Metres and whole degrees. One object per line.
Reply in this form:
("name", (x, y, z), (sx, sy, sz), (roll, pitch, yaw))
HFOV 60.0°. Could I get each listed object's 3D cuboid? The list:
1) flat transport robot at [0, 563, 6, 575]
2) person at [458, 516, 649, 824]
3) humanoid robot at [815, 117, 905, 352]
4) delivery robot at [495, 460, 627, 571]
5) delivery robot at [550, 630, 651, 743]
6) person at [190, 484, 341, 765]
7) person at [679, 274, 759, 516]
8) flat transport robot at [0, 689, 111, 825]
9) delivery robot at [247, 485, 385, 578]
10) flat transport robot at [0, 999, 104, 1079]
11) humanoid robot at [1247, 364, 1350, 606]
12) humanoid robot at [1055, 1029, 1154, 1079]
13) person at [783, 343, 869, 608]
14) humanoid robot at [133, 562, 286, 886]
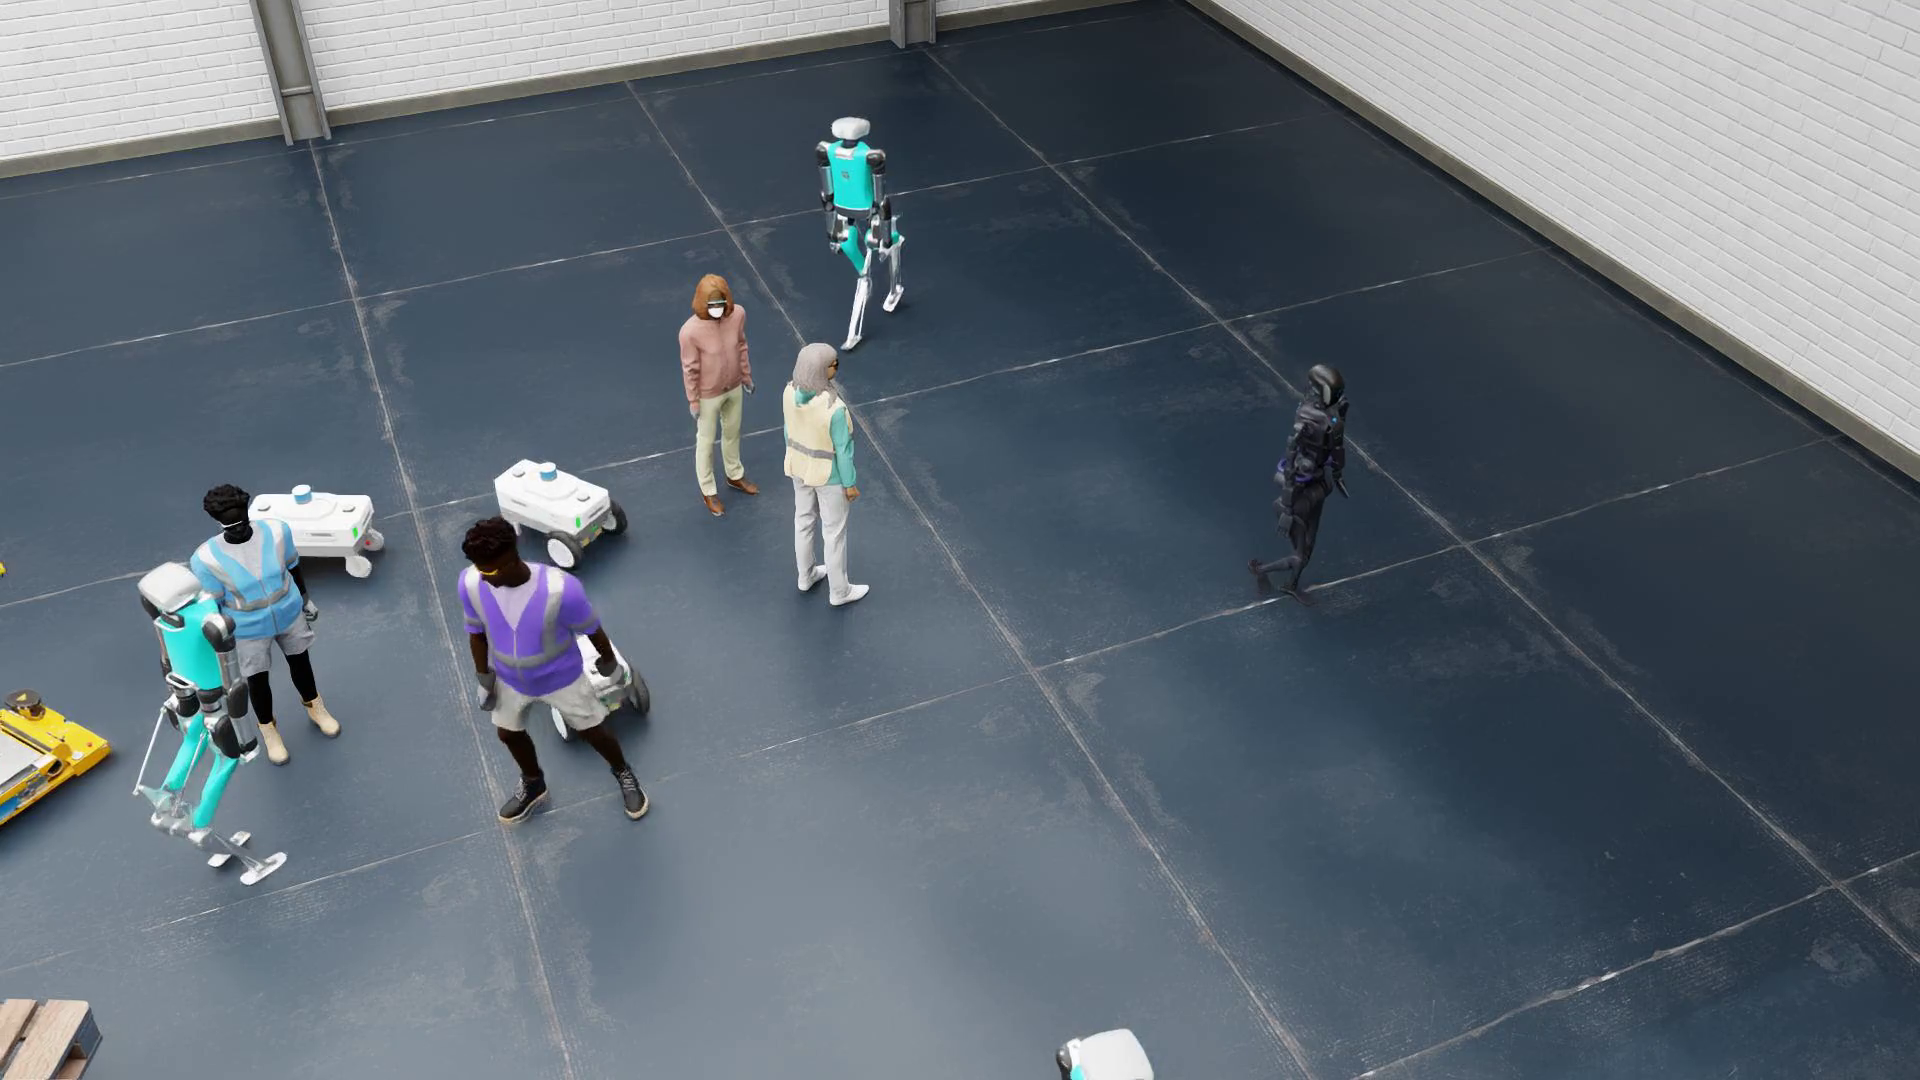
("flat transport robot", (-6.487, 0.380, 9.778), (0.659, 0.231, 1.431), (23, 43, 27))
("person", (-2.025, 0.629, 8.091), (0.688, 1.935, 0.481), (6, 38, 7))
("humanoid robot", (-0.639, -2.324, 12.135), (0.541, 1.778, 1.029), (14, 40, 18))
("delivery robot", (-2.491, -0.195, 10.304), (0.797, 0.608, 0.499), (19, 42, 23))
("delivery robot", (-2.074, 0.701, 9.141), (0.499, 0.613, 0.811), (-22, 43, -26))
("person", (-3.576, 0.411, 8.565), (0.539, 1.695, 0.317), (-30, 47, -33))
("person", (-1.490, -0.928, 10.359), (0.285, 1.632, 0.500), (31, 47, 34))
("flat transport robot", (-5.196, 1.344, 8.524), (0.659, 0.231, 1.431), (20, 42, 24))
("delivery robot", (-3.962, -0.060, 10.130), (0.807, 0.609, 0.499), (1, 38, 1))
("flat transport robot", (-4.283, 2.601, 6.888), (1.431, 0.231, 0.659), (2, 38, 2))
("humanoid robot", (1.964, -0.319, 9.538), (0.427, 1.647, 0.585), (30, 46, 33))
("humanoid robot", (0.734, 2.334, 6.075), (0.874, 1.798, 0.551), (-18, 41, -22))
("person", (-0.808, -0.362, 9.560), (0.474, 1.710, 0.365), (26, 44, 30))
("humanoid robot", (-3.630, 0.964, 7.789), (0.531, 1.766, 0.710), (20, 42, 24))
